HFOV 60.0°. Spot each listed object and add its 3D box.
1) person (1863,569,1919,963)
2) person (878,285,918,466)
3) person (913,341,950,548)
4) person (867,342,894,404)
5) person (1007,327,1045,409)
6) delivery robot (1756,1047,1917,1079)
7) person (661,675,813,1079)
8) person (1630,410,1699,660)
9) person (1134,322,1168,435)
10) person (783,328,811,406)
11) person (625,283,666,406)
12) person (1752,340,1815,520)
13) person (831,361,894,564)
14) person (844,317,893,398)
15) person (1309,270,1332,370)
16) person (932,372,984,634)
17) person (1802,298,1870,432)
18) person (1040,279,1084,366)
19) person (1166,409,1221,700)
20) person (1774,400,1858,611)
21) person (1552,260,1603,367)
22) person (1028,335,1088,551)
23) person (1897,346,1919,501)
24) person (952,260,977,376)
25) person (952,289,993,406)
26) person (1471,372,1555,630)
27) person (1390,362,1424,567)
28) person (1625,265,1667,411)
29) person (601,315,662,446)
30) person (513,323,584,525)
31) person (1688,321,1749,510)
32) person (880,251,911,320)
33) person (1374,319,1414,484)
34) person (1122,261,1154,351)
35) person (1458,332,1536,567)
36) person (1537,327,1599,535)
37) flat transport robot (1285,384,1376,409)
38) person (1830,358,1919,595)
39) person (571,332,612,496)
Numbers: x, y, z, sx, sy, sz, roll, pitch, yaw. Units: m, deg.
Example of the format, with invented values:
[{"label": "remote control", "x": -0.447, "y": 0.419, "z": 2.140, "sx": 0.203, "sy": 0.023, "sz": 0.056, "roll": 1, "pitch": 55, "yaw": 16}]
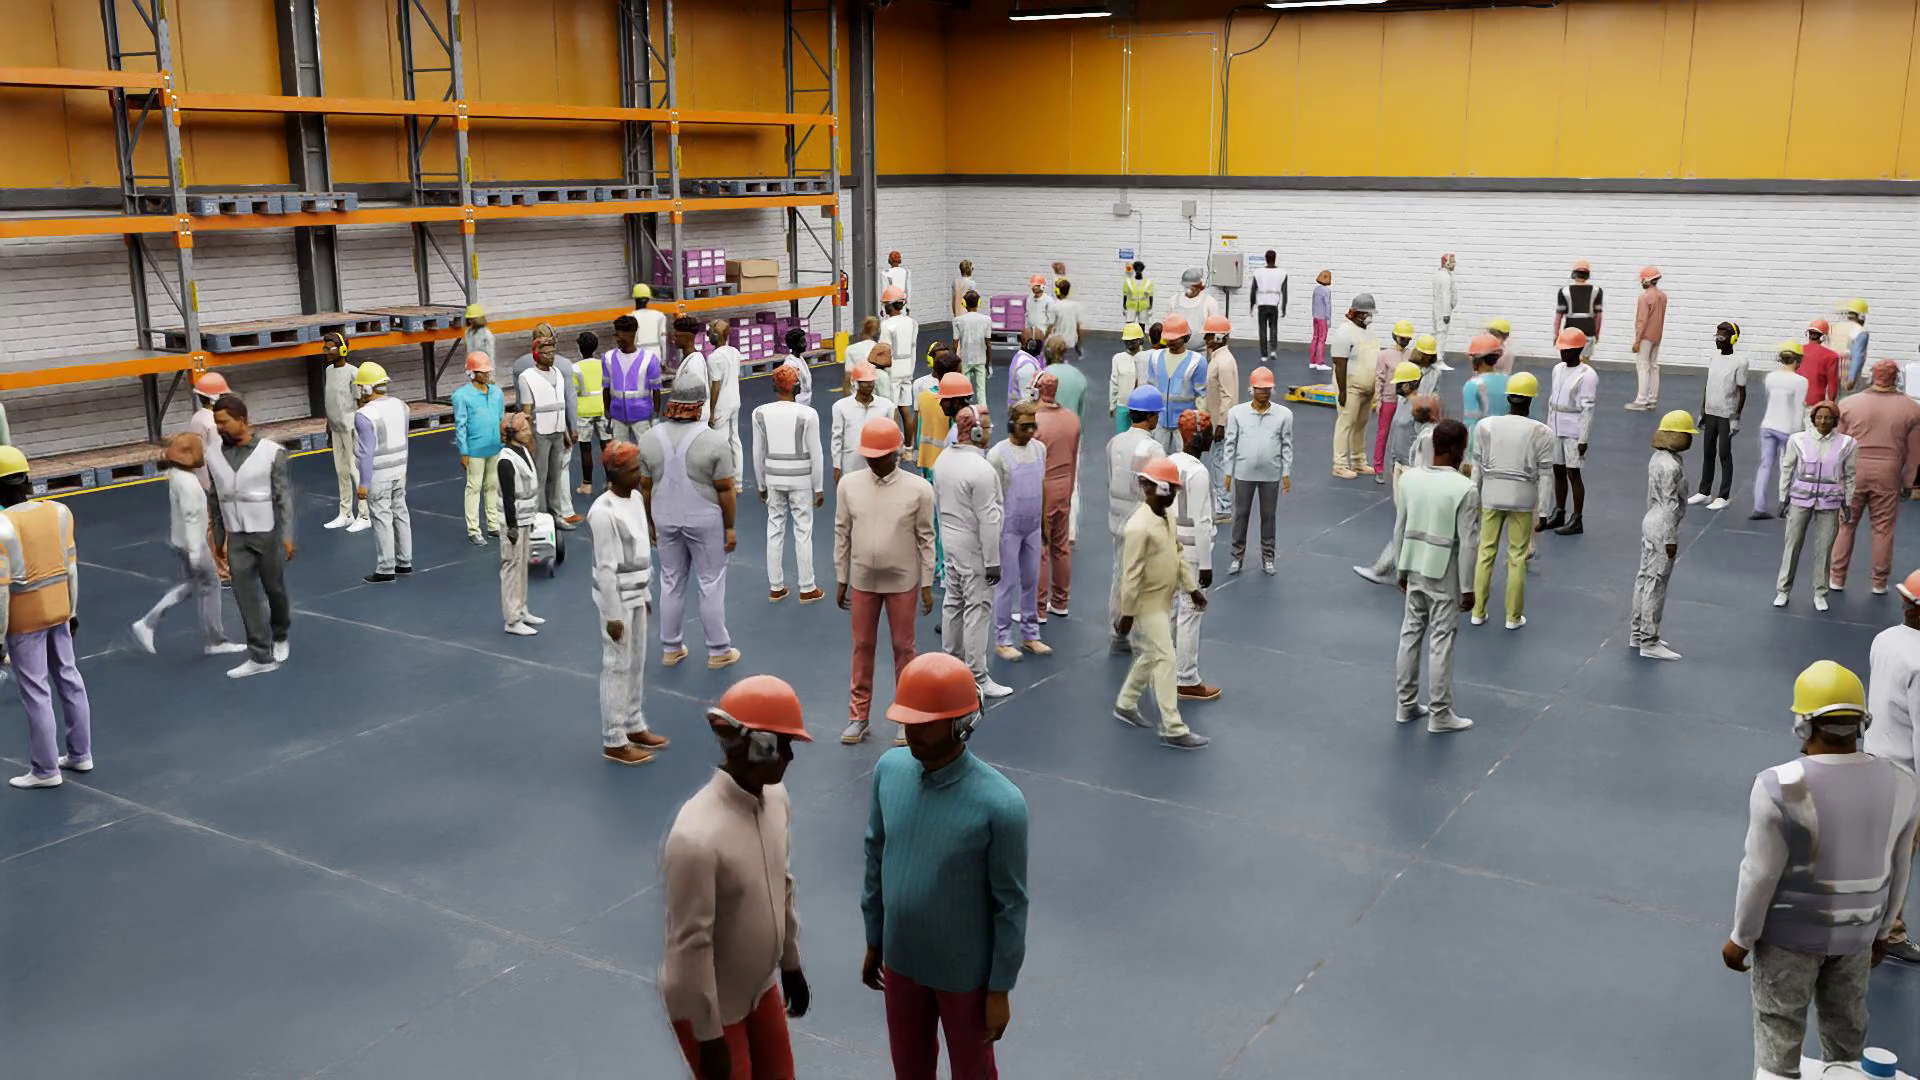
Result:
[{"label": "person", "x": 4.153, "y": 0.961, "z": 7.278, "sx": 0.331, "sy": 1.747, "sz": 0.559, "roll": 2, "pitch": 13, "yaw": 8}, {"label": "person", "x": -0.745, "y": -1.854, "z": 18.845, "sx": 0.375, "sy": 2.043, "sz": 0.610, "roll": 10, "pitch": 16, "yaw": 37}, {"label": "person", "x": -0.193, "y": -0.840, "z": 14.814, "sx": 0.534, "sy": 1.874, "sz": 0.309, "roll": -10, "pitch": 16, "yaw": -36}, {"label": "person", "x": -0.786, "y": -1.187, "z": 16.847, "sx": 0.282, "sy": 1.633, "sz": 0.500, "roll": -4, "pitch": 14, "yaw": -17}, {"label": "person", "x": 0.680, "y": -1.178, "z": 16.381, "sx": 0.429, "sy": 1.837, "sz": 0.624, "roll": 0, "pitch": 13, "yaw": -2}, {"label": "delivery robot", "x": 3.018, "y": 1.924, "z": 5.512, "sx": 0.707, "sy": 0.478, "sz": 0.477, "roll": 7, "pitch": 15, "yaw": 29}, {"label": "person", "x": -0.676, "y": 1.376, "z": 5.041, "sx": 0.417, "sy": 1.945, "sz": 0.649, "roll": 5, "pitch": 14, "yaw": 20}, {"label": "person", "x": 4.943, "y": -0.046, "z": 11.660, "sx": 0.293, "sy": 1.742, "sz": 0.484, "roll": 2, "pitch": 13, "yaw": 9}, {"label": "person", "x": 1.951, "y": -1.256, "z": 16.672, "sx": 0.345, "sy": 1.857, "sz": 0.525, "roll": -12, "pitch": 18, "yaw": -42}, {"label": "person", "x": -1.727, "y": -1.395, "z": 17.612, "sx": 0.319, "sy": 1.696, "sz": 0.532, "roll": 1, "pitch": 13, "yaw": 5}, {"label": "person", "x": -3.947, "y": -2.264, "z": 20.915, "sx": 0.593, "sy": 1.911, "sz": 0.559, "roll": -8, "pitch": 15, "yaw": -32}, {"label": "person", "x": 8.011, "y": -1.060, "z": 16.071, "sx": 0.752, "sy": 1.732, "sz": 0.529, "roll": -6, "pitch": 14, "yaw": -24}, {"label": "person", "x": -0.824, "y": -0.668, "z": 14.319, "sx": 0.573, "sy": 1.755, "sz": 0.319, "roll": -3, "pitch": 13, "yaw": -13}, {"label": "person", "x": -0.959, "y": -1.447, "z": 17.615, "sx": 0.551, "sy": 1.805, "sz": 0.498, "roll": -4, "pitch": 14, "yaw": -16}, {"label": "person", "x": 5.981, "y": -3.632, "z": 27.450, "sx": 0.279, "sy": 1.631, "sz": 0.507, "roll": -4, "pitch": 14, "yaw": -17}, {"label": "person", "x": -0.014, "y": -0.270, "z": 12.228, "sx": 0.384, "sy": 1.928, "sz": 0.546, "roll": 3, "pitch": 13, "yaw": 13}, {"label": "person", "x": 10.724, "y": -2.058, "z": 20.303, "sx": 0.910, "sy": 1.793, "sz": 0.596, "roll": -4, "pitch": 14, "yaw": -18}, {"label": "person", "x": 1.344, "y": -2.635, "z": 22.702, "sx": 0.556, "sy": 1.822, "sz": 0.945, "roll": -10, "pitch": 16, "yaw": -36}, {"label": "person", "x": 1.486, "y": 0.093, "z": 10.749, "sx": 0.350, "sy": 1.882, "sz": 0.583, "roll": -4, "pitch": 13, "yaw": -15}, {"label": "person", "x": 6.605, "y": -0.268, "z": 12.850, "sx": 0.523, "sy": 1.639, "sz": 0.309, "roll": 6, "pitch": 14, "yaw": 24}, {"label": "person", "x": 8.769, "y": -2.952, "z": 23.660, "sx": 0.643, "sy": 2.015, "sz": 0.511, "roll": 4, "pitch": 14, "yaw": 16}, {"label": "person", "x": 0.794, "y": -0.892, "z": 14.977, "sx": 0.661, "sy": 1.895, "sz": 0.956, "roll": -8, "pitch": 15, "yaw": -30}, {"label": "person", "x": 9.779, "y": -1.239, "z": 16.954, "sx": 0.321, "sy": 1.685, "sz": 0.542, "roll": -6, "pitch": 14, "yaw": -25}, {"label": "person", "x": 0.092, "y": -3.560, "z": 26.674, "sx": 0.505, "sy": 1.847, "sz": 0.344, "roll": 12, "pitch": 17, "yaw": 41}, {"label": "person", "x": 0.152, "y": -2.169, "z": 20.622, "sx": 0.510, "sy": 1.860, "sz": 0.333, "roll": -1, "pitch": 13, "yaw": -4}, {"label": "person", "x": 4.075, "y": -0.285, "z": 12.323, "sx": 0.587, "sy": 1.921, "sz": 0.385, "roll": 8, "pitch": 15, "yaw": 30}, {"label": "person", "x": 3.822, "y": -0.648, "z": 14.253, "sx": 0.339, "sy": 1.756, "sz": 0.532, "roll": -2, "pitch": 13, "yaw": -9}, {"label": "person", "x": 9.510, "y": -2.795, "z": 23.036, "sx": 0.622, "sy": 1.990, "sz": 0.402, "roll": -10, "pitch": 17, "yaw": -38}, {"label": "person", "x": -3.218, "y": -1.227, "z": 16.297, "sx": 0.607, "sy": 1.963, "sz": 0.373, "roll": 2, "pitch": 13, "yaw": 9}, {"label": "person", "x": -3.886, "y": -1.082, "z": 15.725, "sx": 0.629, "sy": 1.940, "sz": 0.373, "roll": 4, "pitch": 13, "yaw": 15}, {"label": "person", "x": 7.554, "y": -1.237, "z": 16.543, "sx": 0.328, "sy": 1.873, "sz": 0.518, "roll": -5, "pitch": 14, "yaw": -20}, {"label": "person", "x": -1.107, "y": -4.004, "z": 28.523, "sx": 0.574, "sy": 1.882, "sz": 0.356, "roll": -7, "pitch": 15, "yaw": -29}, {"label": "person", "x": 4.691, "y": -1.481, "z": 17.833, "sx": 0.522, "sy": 1.768, "sz": 0.314, "roll": -3, "pitch": 13, "yaw": -13}, {"label": "person", "x": 3.110, "y": -4.020, "z": 29.053, "sx": 0.552, "sy": 1.661, "sz": 0.749, "roll": 1, "pitch": 13, "yaw": 4}, {"label": "person", "x": 4.546, "y": -0.773, "z": 14.259, "sx": 0.620, "sy": 2.007, "sz": 1.012, "roll": -8, "pitch": 15, "yaw": -32}, {"label": "person", "x": 5.627, "y": -1.009, "z": 15.438, "sx": 0.390, "sy": 1.930, "sz": 0.549, "roll": -4, "pitch": 14, "yaw": -16}, {"label": "flat transport robot", "x": 5.361, "y": -2.029, "z": 23.486, "sx": 0.652, "sy": 0.197, "sz": 1.431, "roll": -10, "pitch": 17, "yaw": -38}, {"label": "person", "x": 7.312, "y": -0.511, "z": 13.352, "sx": 0.643, "sy": 1.898, "sz": 0.394, "roll": 6, "pitch": 14, "yaw": 24}, {"label": "person", "x": -3.813, "y": -1.303, "z": 17.212, "sx": 0.532, "sy": 1.697, "sz": 0.320, "roll": -9, "pitch": 16, "yaw": -35}]
